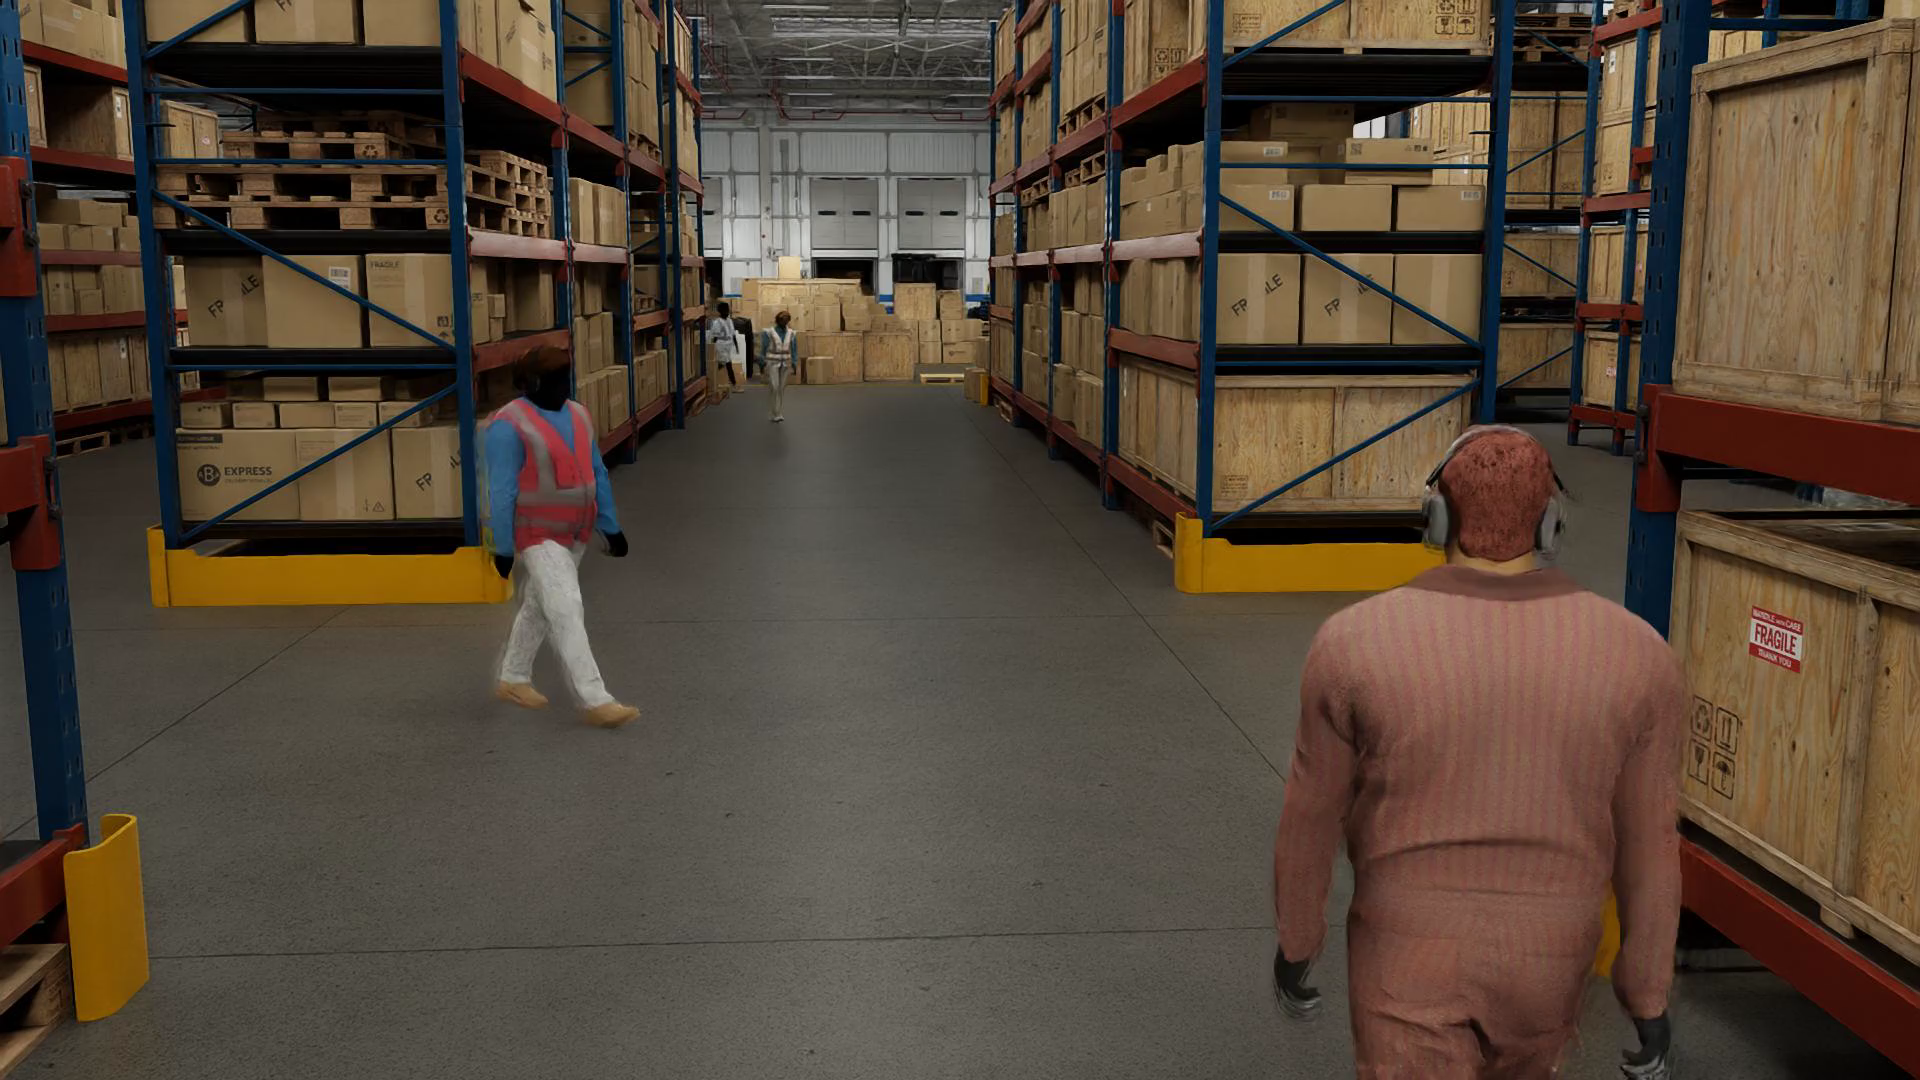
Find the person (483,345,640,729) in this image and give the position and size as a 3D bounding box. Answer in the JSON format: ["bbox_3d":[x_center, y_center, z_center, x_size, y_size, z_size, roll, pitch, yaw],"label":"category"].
[{"bbox_3d":[-1.920,-0.025,7.904,0.955,1.799,0.633,4,10,26],"label":"person"}]

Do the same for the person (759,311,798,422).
[{"bbox_3d":[-2.573,-2.479,23.879,0.547,1.596,0.799,-5,10,-30],"label":"person"}]

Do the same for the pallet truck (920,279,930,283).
[{"bbox_3d":[-0.932,-8.922,63.114,1.885,1.965,0.823,2,9,13],"label":"pallet truck"}]

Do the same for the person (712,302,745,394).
[{"bbox_3d":[-4.283,-3.453,29.863,0.881,1.645,0.579,4,10,25],"label":"person"}]

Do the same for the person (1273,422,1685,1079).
[{"bbox_3d":[0.906,0.728,2.949,0.672,1.869,0.973,1,9,4],"label":"person"}]

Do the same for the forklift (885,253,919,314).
[{"bbox_3d":[-1.788,-7.999,54.557,1.129,2.768,1.873,-6,11,-32],"label":"forklift"}]

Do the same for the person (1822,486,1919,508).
[{"bbox_3d":[3.179,0.313,5.971,0.693,1.722,0.493,-1,9,-6],"label":"person"}]
